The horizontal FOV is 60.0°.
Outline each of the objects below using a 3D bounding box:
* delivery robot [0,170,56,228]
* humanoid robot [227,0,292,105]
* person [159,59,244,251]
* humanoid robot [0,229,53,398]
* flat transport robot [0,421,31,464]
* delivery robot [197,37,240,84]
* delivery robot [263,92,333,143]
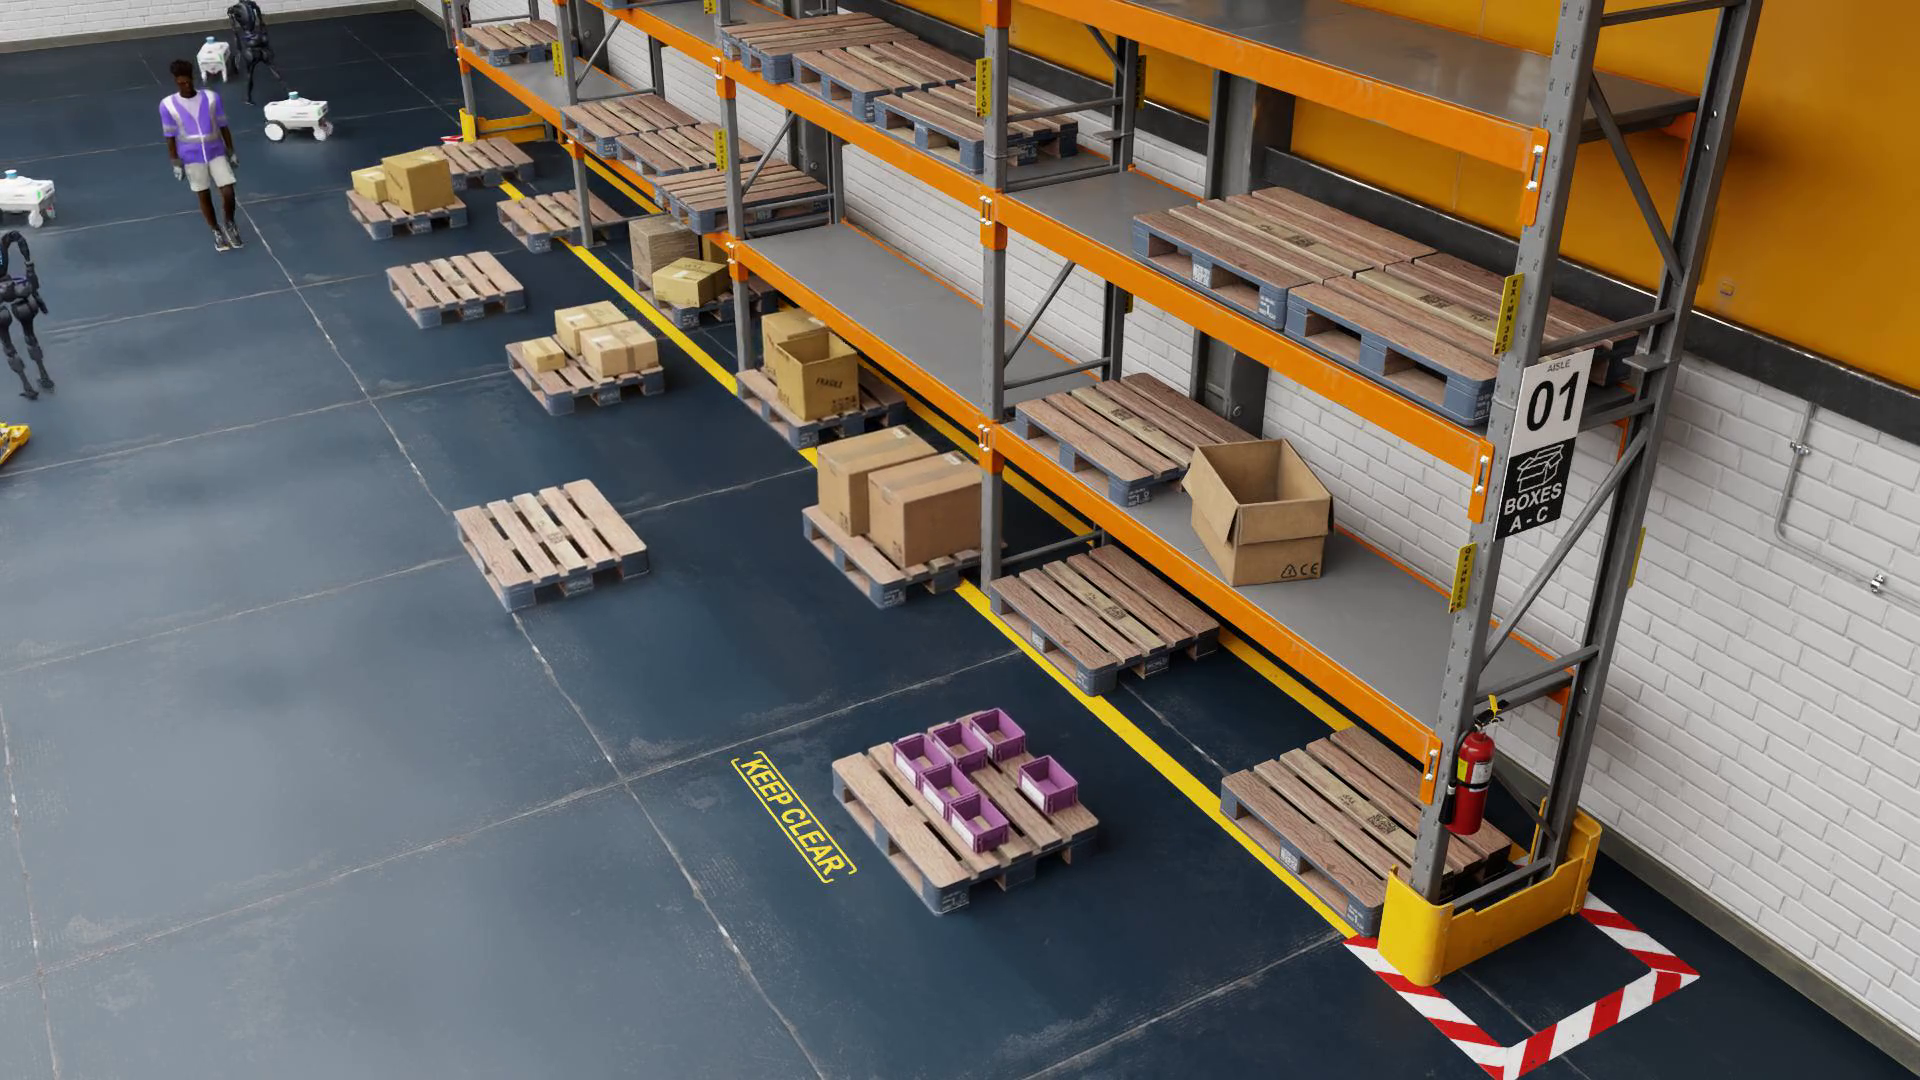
[{"bbox_3d":[-10.110,-3.646,17.798,0.785,0.614,0.510,1,30,2],"label":"delivery robot"},{"bbox_3d":[-9.137,-6.422,21.636,0.901,1.608,0.590,12,32,20],"label":"humanoid robot"},{"bbox_3d":[-7.587,-3.837,16.697,0.642,1.947,0.523,-16,33,-26],"label":"person"},{"bbox_3d":[-7.861,-1.971,13.683,0.329,1.660,0.590,24,37,36],"label":"humanoid robot"},{"bbox_3d":[-7.675,-0.550,12.602,0.659,0.231,1.431,-3,30,-5],"label":"flat transport robot"},{"bbox_3d":[-10.374,-6.696,23.154,0.499,0.587,0.769,-7,30,-12],"label":"delivery robot"},{"bbox_3d":[-8.220,-5.230,20.591,0.807,0.609,0.499,-1,30,-1],"label":"delivery robot"}]
